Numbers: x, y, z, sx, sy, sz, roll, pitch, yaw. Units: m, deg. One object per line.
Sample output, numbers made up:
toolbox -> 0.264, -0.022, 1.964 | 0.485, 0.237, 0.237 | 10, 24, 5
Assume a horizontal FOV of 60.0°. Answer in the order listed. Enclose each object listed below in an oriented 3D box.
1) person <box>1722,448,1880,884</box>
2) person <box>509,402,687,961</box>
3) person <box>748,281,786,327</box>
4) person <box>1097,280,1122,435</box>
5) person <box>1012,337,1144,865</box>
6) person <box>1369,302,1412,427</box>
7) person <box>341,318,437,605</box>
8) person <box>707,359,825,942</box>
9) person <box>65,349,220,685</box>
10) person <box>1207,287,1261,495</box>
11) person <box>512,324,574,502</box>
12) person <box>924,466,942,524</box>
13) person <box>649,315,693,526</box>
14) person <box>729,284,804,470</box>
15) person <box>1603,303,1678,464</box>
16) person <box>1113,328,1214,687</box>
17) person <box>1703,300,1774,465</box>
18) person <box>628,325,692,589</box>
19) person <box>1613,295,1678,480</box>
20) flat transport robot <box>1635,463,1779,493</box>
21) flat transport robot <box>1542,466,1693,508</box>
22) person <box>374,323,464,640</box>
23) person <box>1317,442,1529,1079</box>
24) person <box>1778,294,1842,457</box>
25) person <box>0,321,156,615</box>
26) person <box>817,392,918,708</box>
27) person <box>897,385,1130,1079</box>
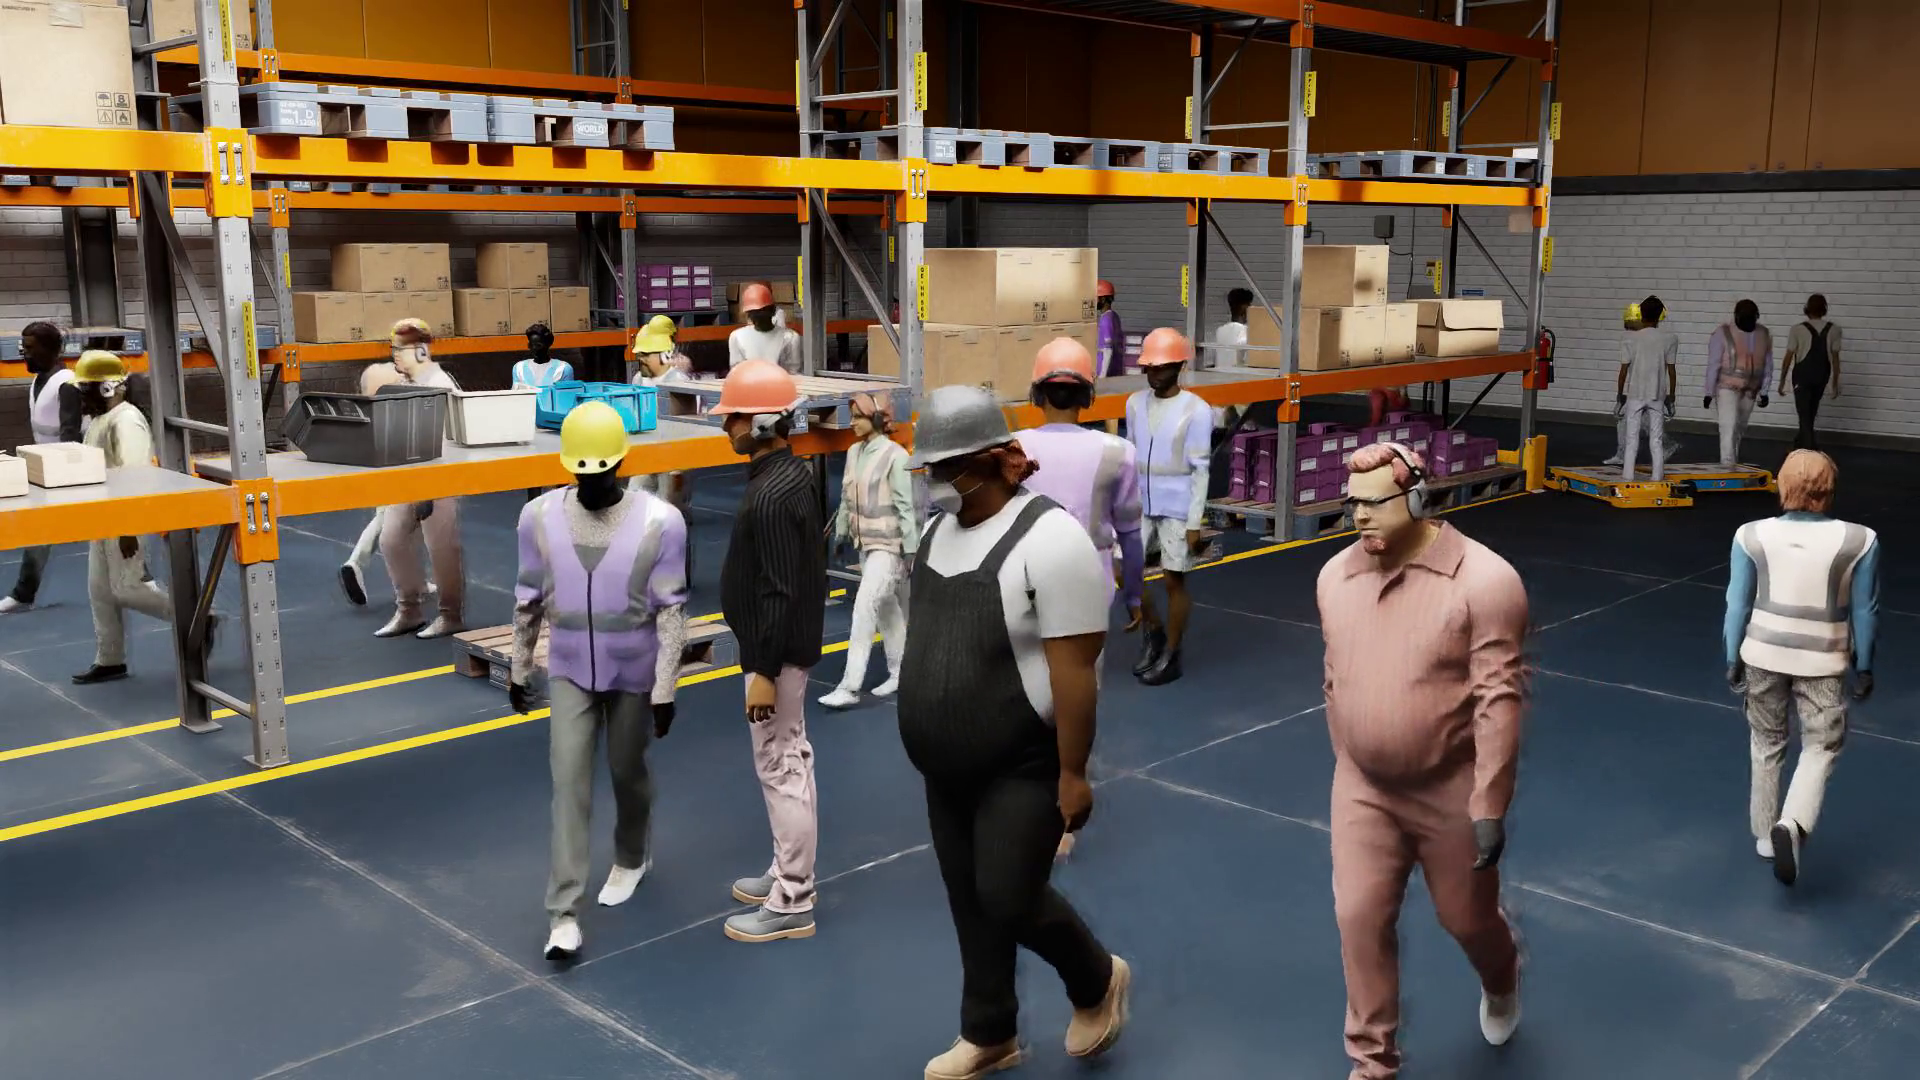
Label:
person -> 3.106, 0.473, 6.199 | 0.522, 1.619, 0.616 | 8, 13, 36
person -> -1.255, 0.451, 5.679 | 0.668, 1.860, 0.956 | 0, 10, 3
person -> -2.319, -2.107, 19.594 | 0.417, 1.866, 0.587 | -10, 14, -44
person -> 1.532, -1.806, 17.782 | 0.378, 1.932, 0.551 | 2, 11, 11
person -> 0.415, 0.202, 6.638 | 0.634, 2.001, 0.976 | 1, 10, 6
person -> 4.436, -1.542, 16.884 | 0.744, 1.718, 0.550 | -6, 12, -29
person -> -3.709, -0.502, 10.827 | 0.641, 1.874, 0.762 | 5, 11, 25
person -> -0.652, 0.376, 5.722 | 0.388, 1.992, 0.622 | 0, 10, -1
person -> -4.474, -0.129, 8.984 | 0.662, 1.808, 0.596 | -9, 14, -40
person -> 2.504, -1.373, 15.435 | 0.909, 1.938, 0.609 | -9, 14, -40
person -> -3.386, -0.910, 13.539 | 0.542, 1.697, 0.316 | 1, 10, 4
person -> -0.314, -1.018, 13.603 | 0.537, 1.889, 0.662 | -6, 12, -31
person -> -2.416, -0.965, 13.680 | 0.523, 1.760, 0.328 | 7, 13, 34
person -> -1.572, -1.074, 13.580 | 0.624, 2.012, 0.484 | 1, 10, 4
person -> 7.145, -1.610, 17.312 | 0.641, 1.709, 0.498 | 1, 10, 5
person -> 1.063, -0.163, 8.850 | 0.579, 1.922, 0.408 | 9, 14, 41
person -> 7.619, -1.446, 16.261 | 0.650, 1.783, 0.815 | -2, 11, -10
person -> -2.051, -0.523, 11.101 | 0.616, 1.810, 0.611 | 9, 14, 40
person -> 6.135, -1.245, 14.895 | 0.521, 1.874, 0.327 | 3, 11, 17
flat transport robot -> 6.965, -0.578, 15.626 | 1.431, 0.197, 0.652 | -2, 11, -9
flat transport robot -> 5.987, -0.500, 15.202 | 0.652, 0.197, 1.431 | -2, 11, -9
person -> -3.243, -0.330, 9.863 | 0.676, 1.894, 0.535 | 10, 14, 43
person -> 1.286, 0.644, 4.619 | 0.652, 1.868, 0.871 | 9, 13, 39
person -> 8.905, -1.670, 17.428 | 0.525, 1.801, 0.957 | 1, 10, 8
person -> -5.763, -0.474, 10.722 | 0.615, 1.869, 1.020 | 10, 14, 42
person -> -0.521, 0.057, 8.511 | 0.761, 1.605, 0.535 | -7, 12, -32
person -> 0.102, 0.547, 4.660 | 0.607, 2.000, 0.719 | -8, 13, -37
